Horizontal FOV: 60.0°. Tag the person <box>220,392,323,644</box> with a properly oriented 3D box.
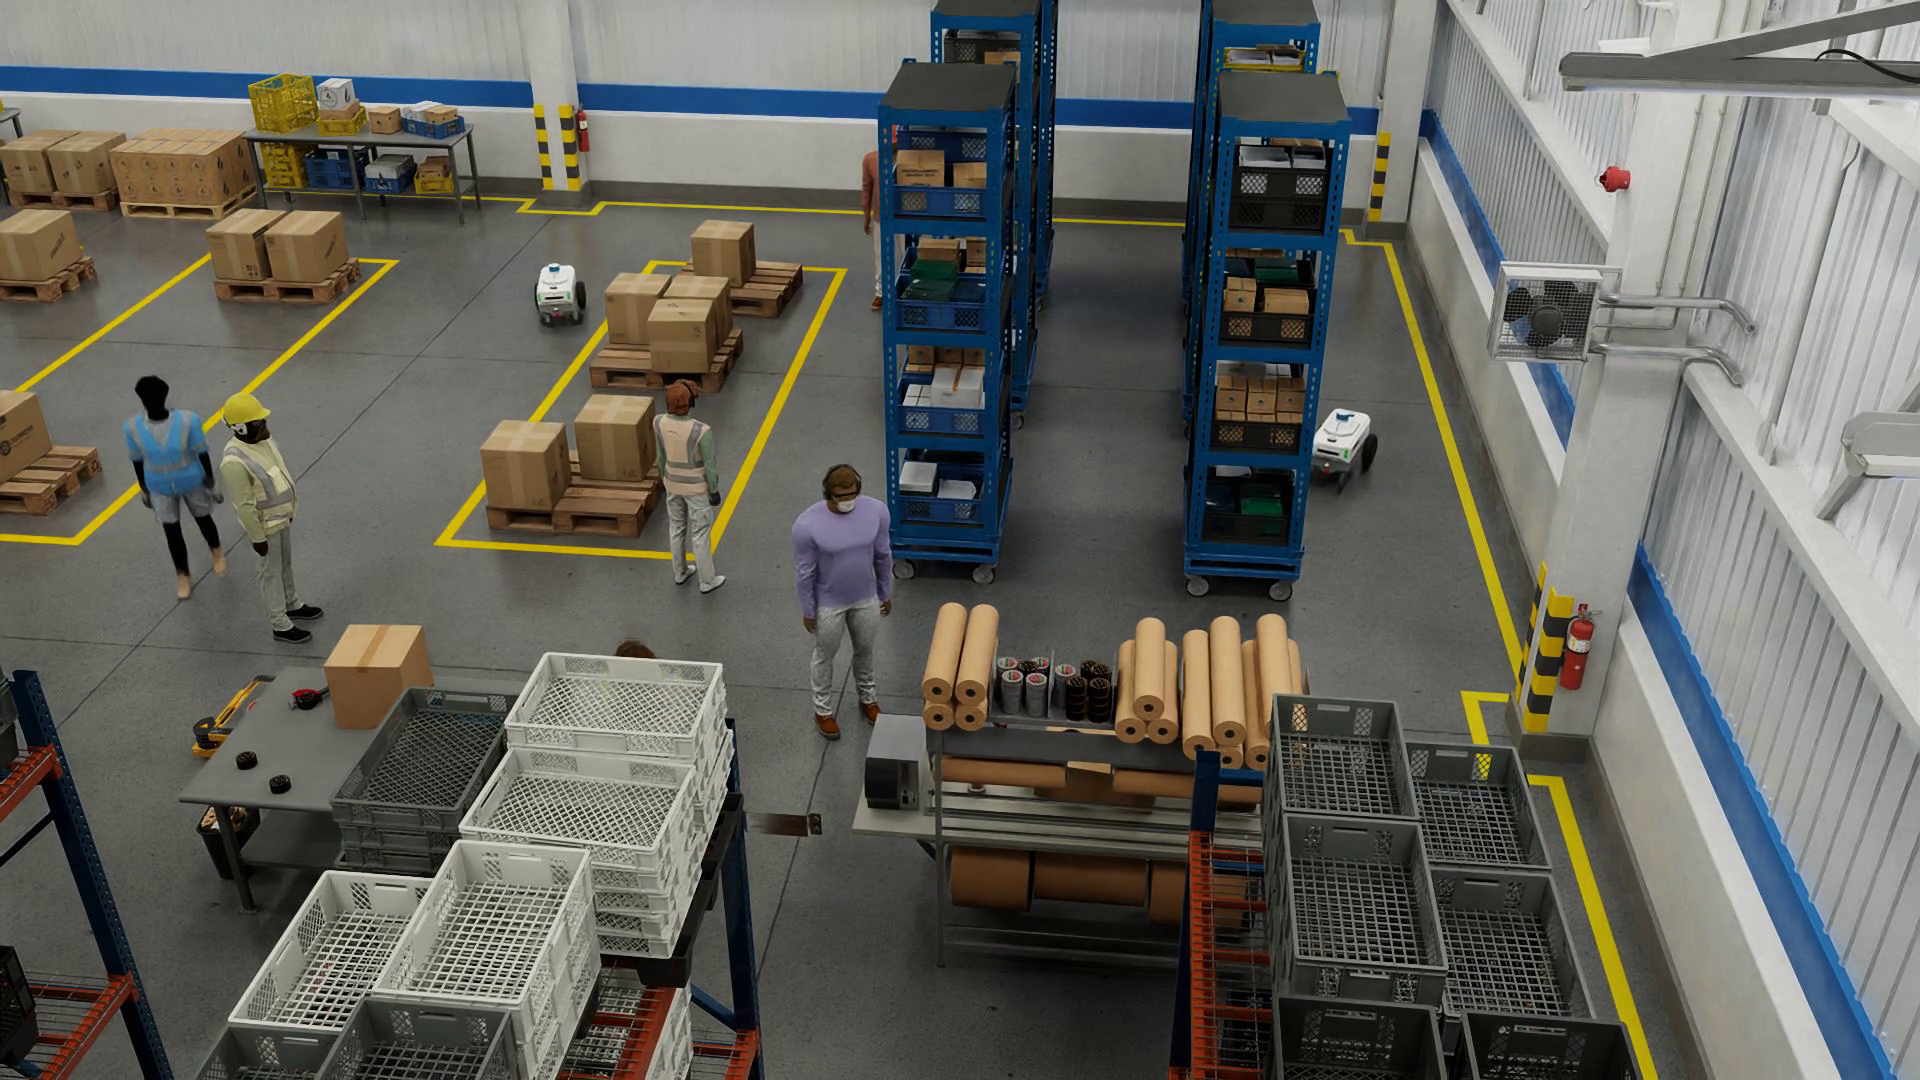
[{"bbox_3d":[-4.726,-0.164,11.383,0.403,1.837,0.591,-2,30,-3],"label":"person"}]

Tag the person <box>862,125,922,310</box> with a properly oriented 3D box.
[{"bbox_3d":[-0.663,-3.190,16.449,0.631,1.981,0.433,7,31,11],"label":"person"}]

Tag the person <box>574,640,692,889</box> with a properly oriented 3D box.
[{"bbox_3d":[-1.727,1.287,8.931,0.640,1.807,0.892,-5,31,-9],"label":"person"}]

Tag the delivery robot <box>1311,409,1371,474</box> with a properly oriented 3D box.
[{"bbox_3d":[3.131,-0.837,13.713,0.477,0.478,0.707,15,33,23],"label":"delivery robot"}]

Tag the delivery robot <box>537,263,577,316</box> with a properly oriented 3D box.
[{"bbox_3d":[-4.024,-2.516,16.598,0.477,0.478,0.707,-4,31,-7],"label":"delivery robot"}]

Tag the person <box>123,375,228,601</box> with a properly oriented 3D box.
[{"bbox_3d":[-5.627,-0.410,11.963,0.552,1.705,0.439,-9,31,-15],"label":"person"}]

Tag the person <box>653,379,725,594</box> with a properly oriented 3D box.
[{"bbox_3d":[-1.952,-0.380,11.957,0.514,1.634,0.313,16,34,25],"label":"person"}]

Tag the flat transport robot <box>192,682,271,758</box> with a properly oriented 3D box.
[{"bbox_3d":[-4.089,1.163,10.648,1.431,0.197,0.652,3,30,6],"label":"flat transport robot"}]

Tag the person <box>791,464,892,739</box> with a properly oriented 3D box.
[{"bbox_3d":[-0.720,0.365,10.390,0.624,1.930,0.374,-13,32,-20],"label":"person"}]
